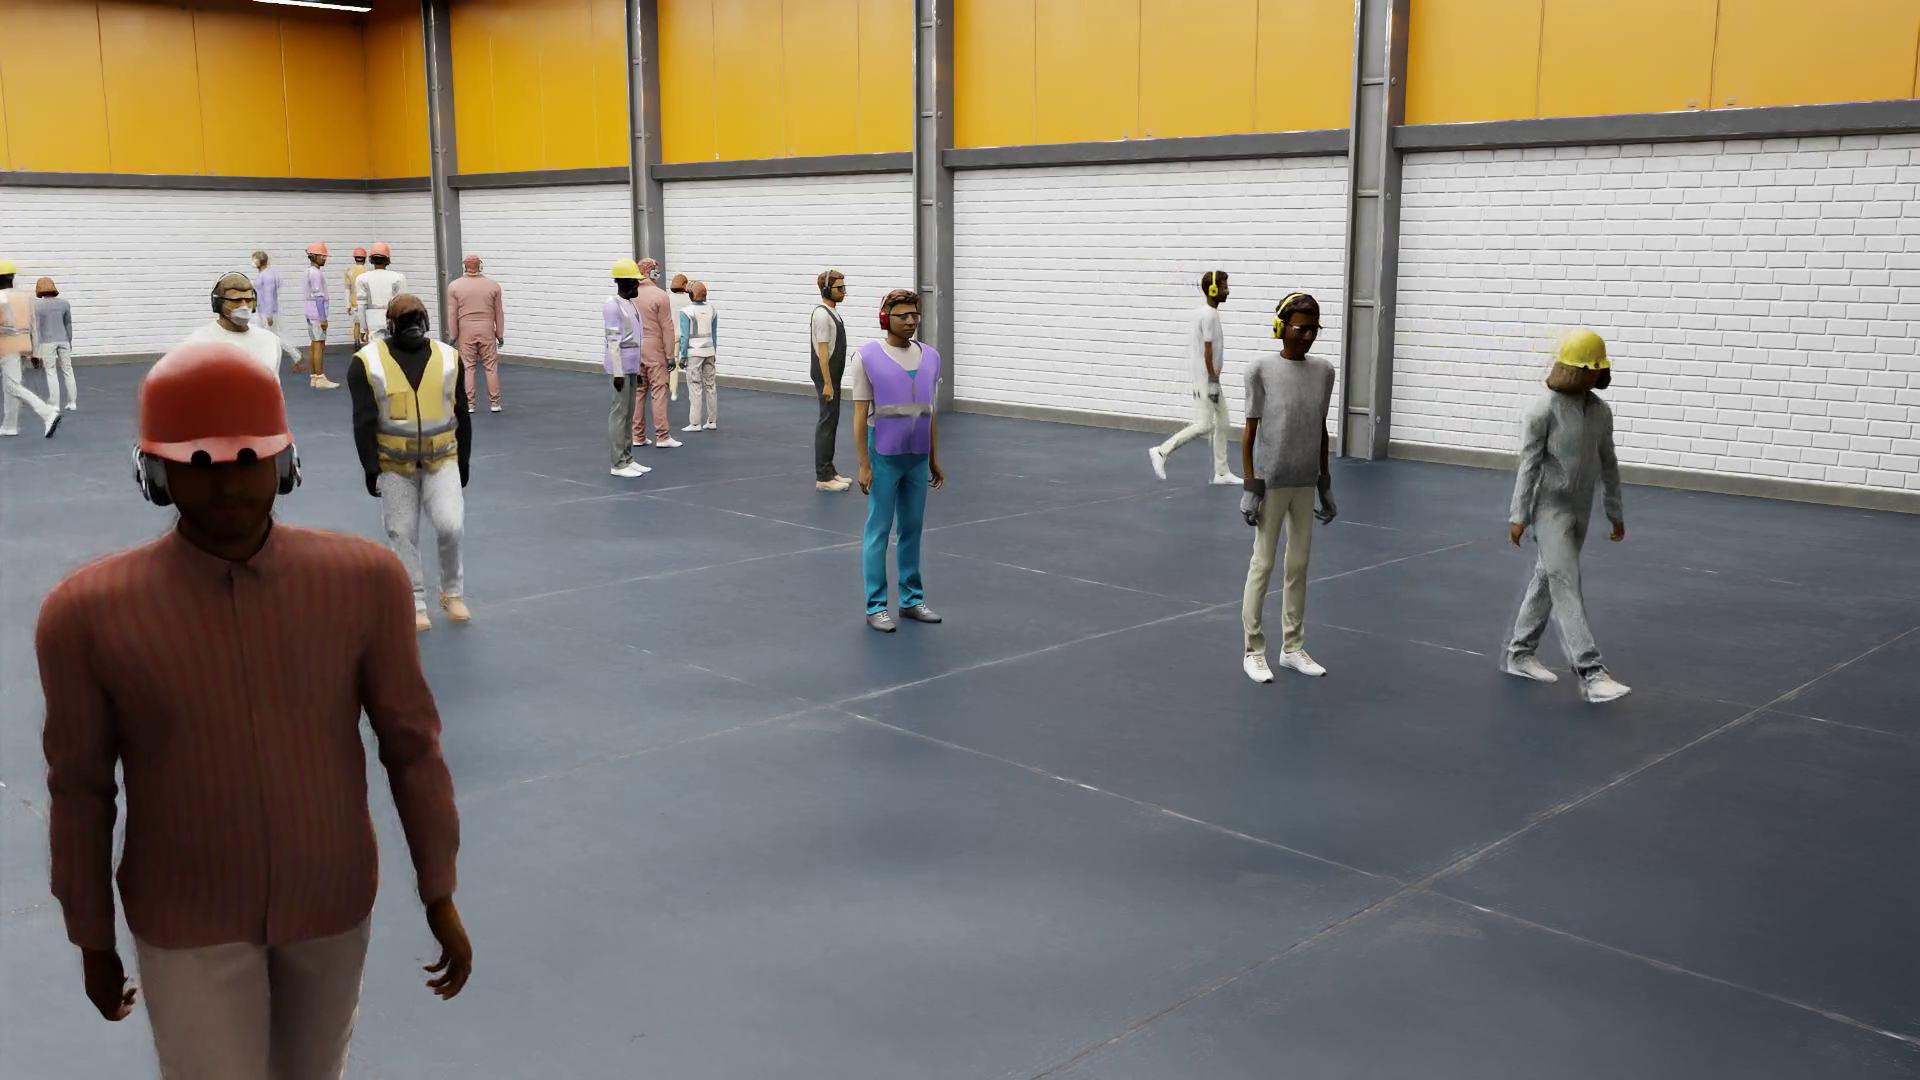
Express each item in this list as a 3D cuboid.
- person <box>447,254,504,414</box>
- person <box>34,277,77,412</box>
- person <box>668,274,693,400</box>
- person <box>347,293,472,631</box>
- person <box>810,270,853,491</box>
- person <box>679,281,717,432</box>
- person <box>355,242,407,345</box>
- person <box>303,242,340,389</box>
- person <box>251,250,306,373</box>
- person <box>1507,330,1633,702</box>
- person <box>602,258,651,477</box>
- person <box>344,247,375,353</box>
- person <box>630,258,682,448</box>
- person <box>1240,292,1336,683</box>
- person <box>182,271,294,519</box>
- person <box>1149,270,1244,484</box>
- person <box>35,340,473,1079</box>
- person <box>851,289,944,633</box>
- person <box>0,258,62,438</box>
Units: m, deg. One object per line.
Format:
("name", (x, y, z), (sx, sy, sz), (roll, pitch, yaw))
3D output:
("person", (-5.816, -2.474, 20.007), (0.651, 1.904, 0.402), (-4, 11, -22))
("person", (-11.012, -2.373, 20.194), (0.282, 1.633, 0.498), (6, 12, 30))
("person", (-3.608, -2.619, 21.538), (0.503, 1.631, 0.282), (1, 10, 4))
("person", (-2.933, -0.405, 8.960), (0.634, 1.825, 0.468), (-5, 12, -26))
("person", (-1.082, -1.335, 13.958), (0.333, 1.844, 0.515), (1, 10, 3))
("person", (-2.840, -1.993, 18.107), (0.307, 1.641, 0.514), (8, 13, 38))
("person", (-7.110, -2.643, 20.546), (0.605, 2.045, 0.382), (-3, 11, -14))
("person", (-8.922, -3.120, 23.168), (0.394, 2.038, 0.605), (-6, 12, -31))
("person", (-10.530, -3.466, 25.411), (0.847, 1.913, 0.637), (-8, 13, -37))
("person", (2.867, -0.108, 7.661), (0.522, 1.688, 0.894), (-6, 12, -28))
("person", (-2.963, -1.528, 14.785), (0.373, 1.928, 0.584), (1, 10, 6))
("person", (-10.322, -4.099, 28.798), (0.567, 1.930, 0.412), (-1, 10, -7))
("person", (-3.110, -1.871, 16.731), (0.639, 1.904, 0.409), (5, 12, 27))
("person", (1.582, -0.249, 7.997), (0.507, 1.861, 0.329), (-4, 11, -22))
("person", (-3.908, -0.483, 9.059), (0.355, 1.936, 0.637), (5, 11, 24))
("person", (2.065, -1.378, 14.197), (0.778, 1.848, 0.524), (3, 11, 15))
("person", (-1.145, 0.653, 2.814), (0.619, 1.954, 0.947), (-8, 13, -36))
("person", (-0.342, -0.439, 9.067), (0.566, 1.846, 0.389), (-9, 14, -40))
("person", (-9.923, -2.013, 17.527), (0.865, 1.896, 0.588), (1, 10, 7))
